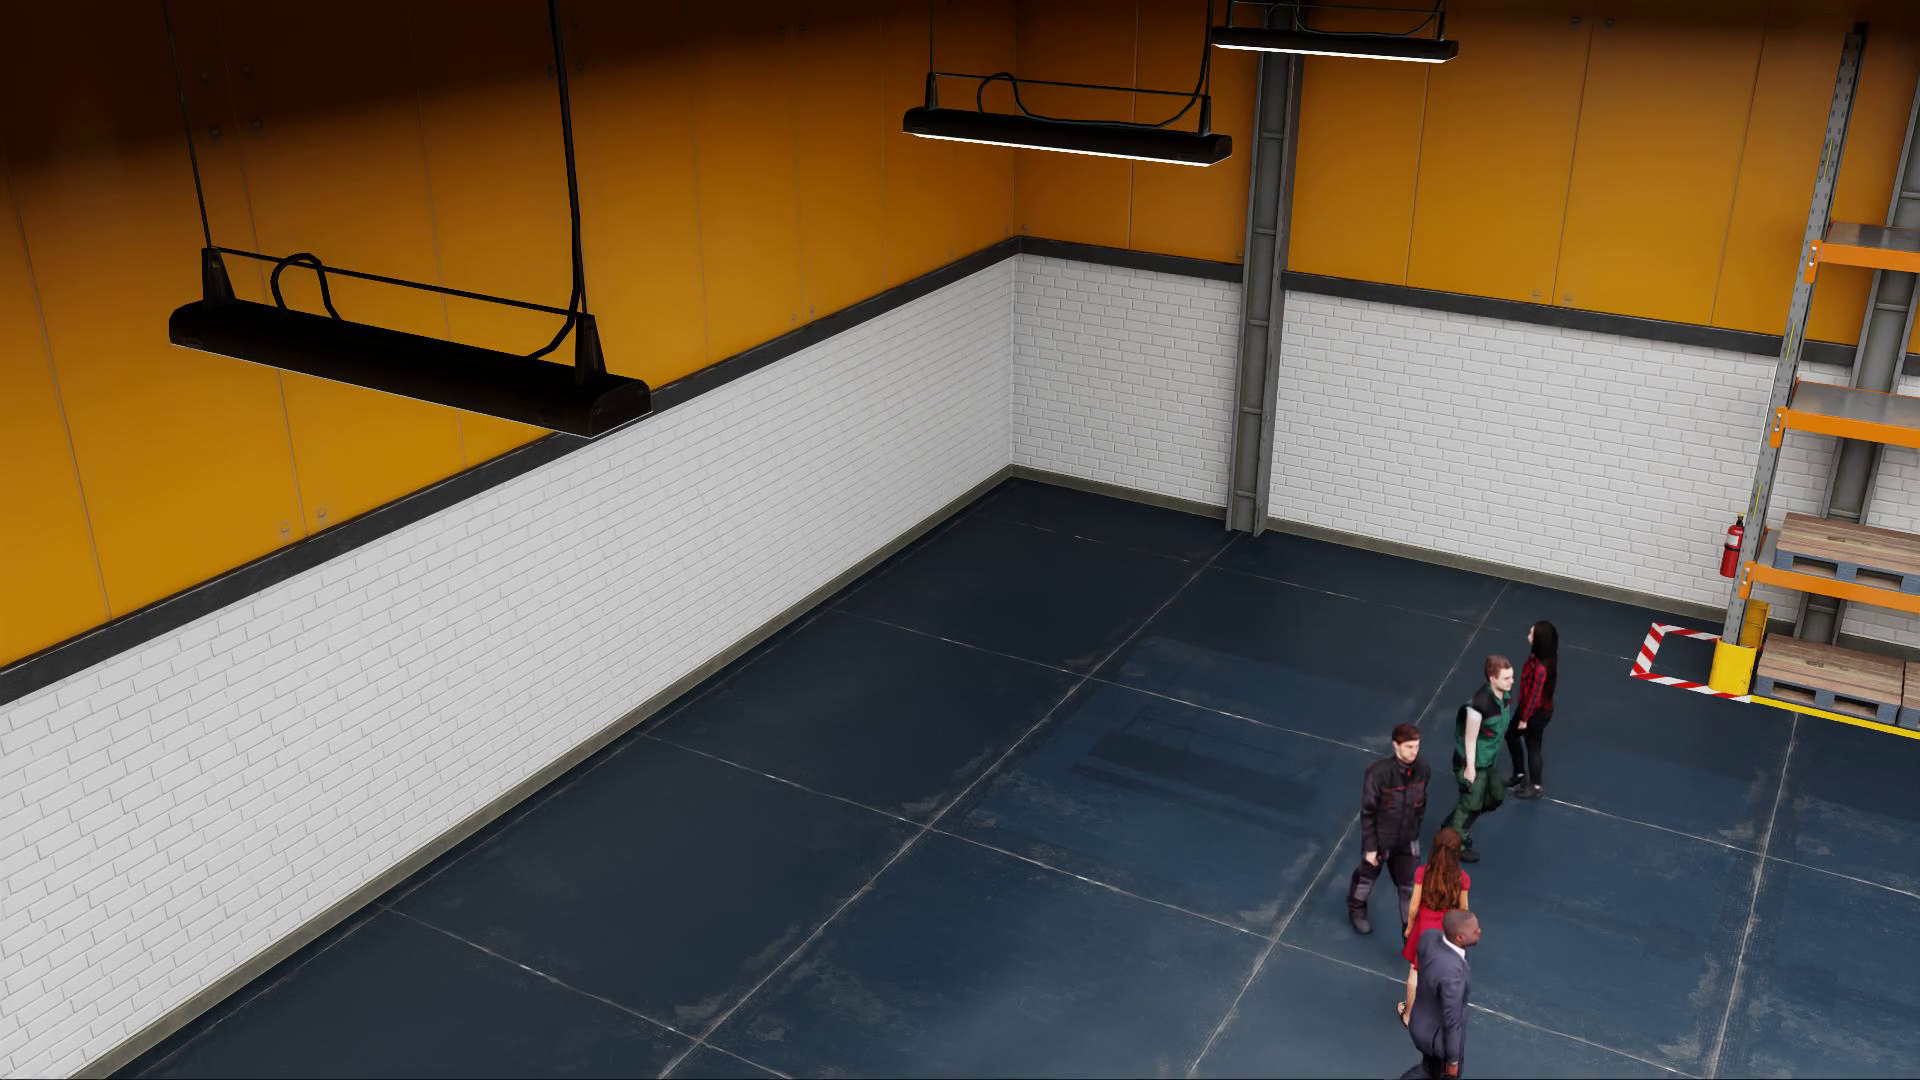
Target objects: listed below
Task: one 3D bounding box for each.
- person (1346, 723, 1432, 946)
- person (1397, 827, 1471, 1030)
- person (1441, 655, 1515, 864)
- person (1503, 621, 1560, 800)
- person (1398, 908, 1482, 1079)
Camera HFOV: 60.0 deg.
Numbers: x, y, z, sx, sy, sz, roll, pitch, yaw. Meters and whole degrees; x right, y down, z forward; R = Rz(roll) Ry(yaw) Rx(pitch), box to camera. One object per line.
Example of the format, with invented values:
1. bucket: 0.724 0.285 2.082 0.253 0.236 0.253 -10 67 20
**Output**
1. person: 3.049 2.107 11.989 1.156 1.799 1.218 -6 24 -14
2. person: 3.188 2.604 11.159 0.629 1.554 0.690 4 24 10
3. person: 3.965 1.670 12.959 0.707 1.823 0.716 18 30 36
4. person: 4.840 1.425 13.746 0.672 1.640 0.659 6 24 13
5. person: 2.813 2.968 10.011 1.022 1.805 0.928 0 24 0
